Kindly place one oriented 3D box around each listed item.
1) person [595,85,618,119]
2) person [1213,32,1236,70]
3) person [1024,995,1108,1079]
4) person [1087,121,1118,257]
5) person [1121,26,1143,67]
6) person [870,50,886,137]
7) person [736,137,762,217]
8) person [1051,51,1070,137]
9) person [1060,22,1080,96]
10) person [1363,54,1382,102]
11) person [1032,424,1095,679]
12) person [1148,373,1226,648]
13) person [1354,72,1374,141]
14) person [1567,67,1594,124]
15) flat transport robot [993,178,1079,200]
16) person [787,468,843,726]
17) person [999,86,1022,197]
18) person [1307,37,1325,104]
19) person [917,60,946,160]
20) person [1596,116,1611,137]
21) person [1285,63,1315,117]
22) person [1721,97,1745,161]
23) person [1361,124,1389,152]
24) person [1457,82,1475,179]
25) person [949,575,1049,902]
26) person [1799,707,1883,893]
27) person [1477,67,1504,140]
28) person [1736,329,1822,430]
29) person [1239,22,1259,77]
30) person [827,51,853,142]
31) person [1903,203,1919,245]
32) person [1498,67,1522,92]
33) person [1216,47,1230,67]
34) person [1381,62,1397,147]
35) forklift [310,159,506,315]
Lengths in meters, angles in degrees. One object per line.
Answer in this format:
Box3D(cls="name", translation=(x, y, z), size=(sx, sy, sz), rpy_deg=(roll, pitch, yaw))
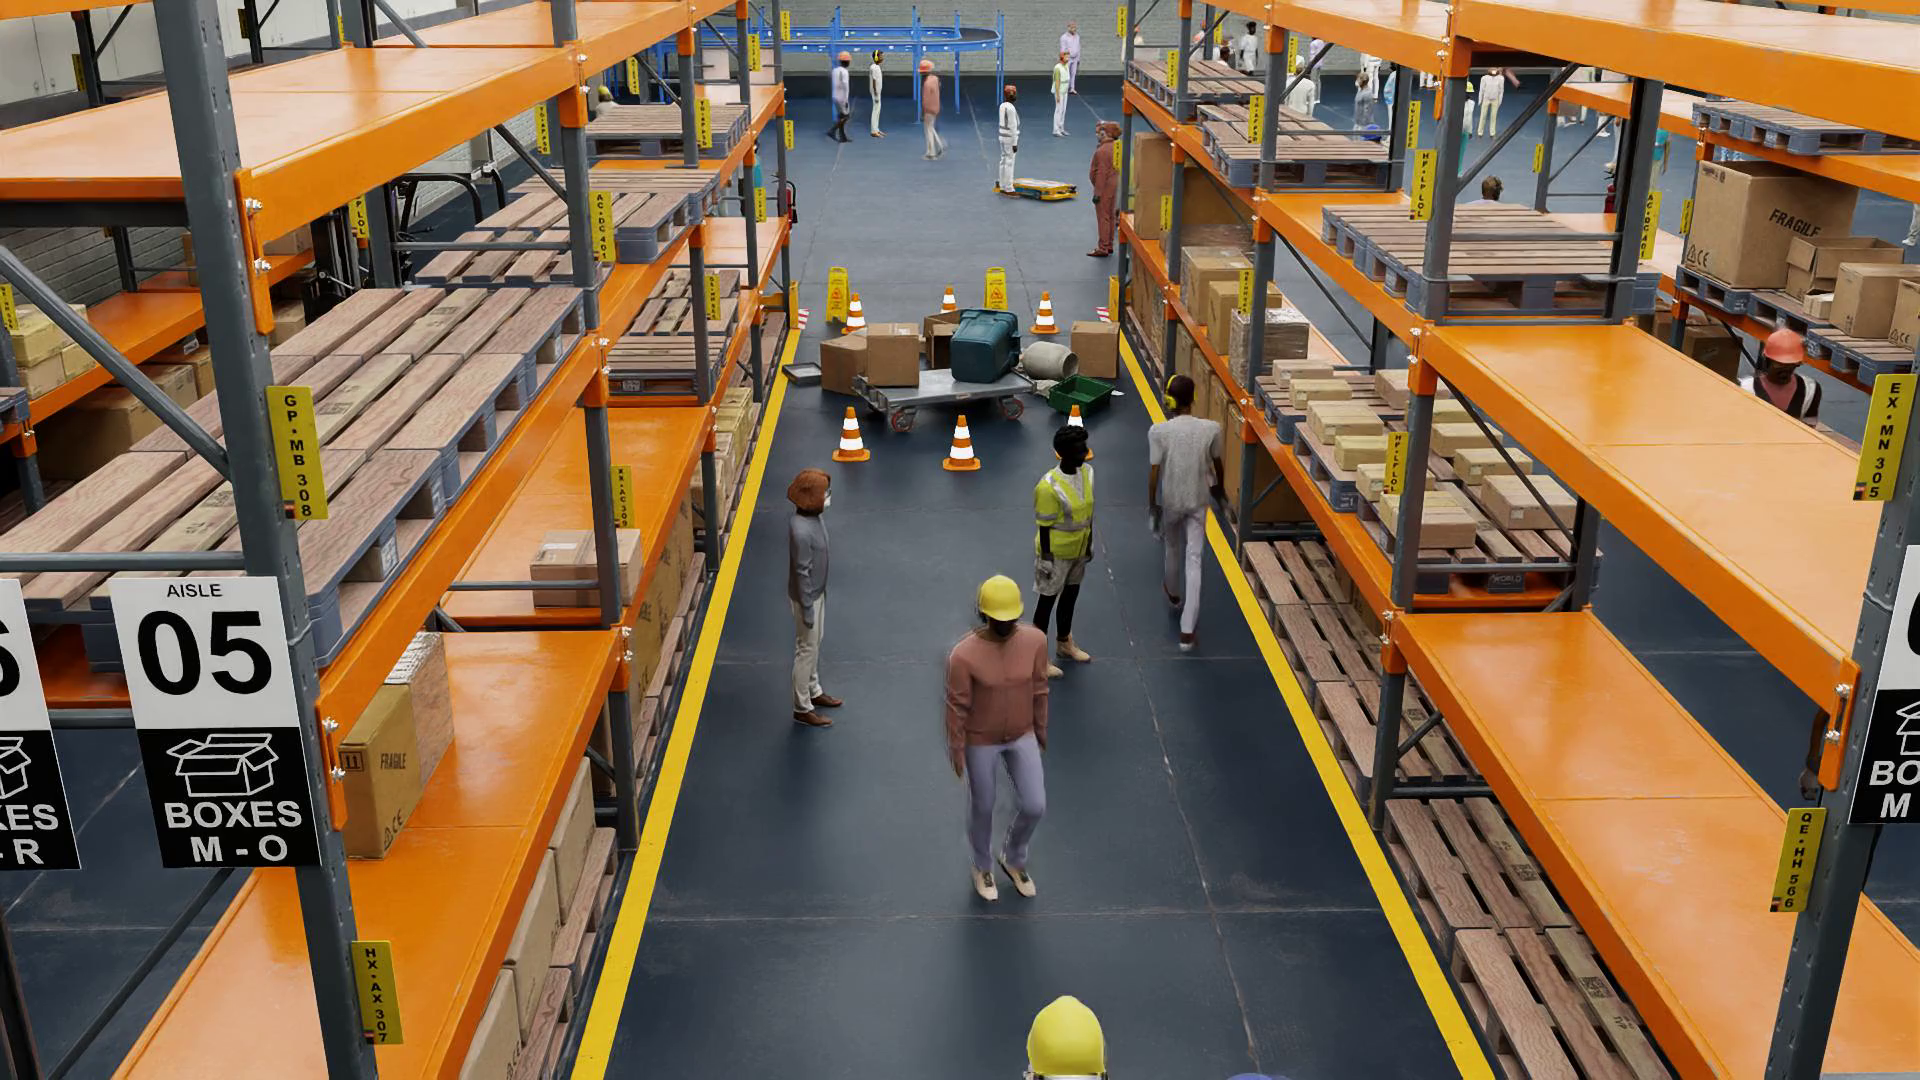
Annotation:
Box3D(cls="person", translation=(-6.380, -7.439, 30.474), size=(0.515, 1.720, 0.579), rpy_deg=(-11, 24, -28))
Box3D(cls="person", translation=(6.331, -11.253, 40.098), size=(0.678, 2.000, 0.929), rpy_deg=(-14, 25, -33))
Box3D(cls="person", translation=(0.301, 2.179, 4.906), size=(0.606, 1.811, 0.565), rpy_deg=(-6, 21, -14))
Box3D(cls="person", translation=(2.051, -5.030, 23.840), size=(0.410, 1.905, 0.641), rpy_deg=(9, 22, 22))
Box3D(cls="person", translation=(4.613, -12.861, 44.588), size=(0.553, 1.883, 1.029), rpy_deg=(3, 21, 8))
Box3D(cls="person", translation=(-1.814, -9.789, 36.486), size=(0.328, 1.863, 0.498), rpy_deg=(3, 21, 8))
Box3D(cls="person", translation=(-2.897, -4.697, 23.041), size=(0.327, 1.843, 0.516), rpy_deg=(9, 22, 22))
Box3D(cls="person", translation=(2.209, -9.801, 36.545), size=(0.392, 1.835, 0.572), rpy_deg=(9, 23, 23))
Box3D(cls="person", translation=(2.987, -12.948, 44.786), size=(0.642, 1.899, 0.395), rpy_deg=(-17, 26, -37))
Box3D(cls="person", translation=(10.713, -12.331, 43.164), size=(0.583, 1.882, 0.337), rpy_deg=(-14, 25, -32))
Box3D(cls="person", translation=(0.668, 0.061, 10.687), size=(0.322, 1.690, 0.531), rpy_deg=(16, 26, 37))
Box3D(cls="person", translation=(1.540, -0.249, 11.338), size=(0.554, 1.801, 1.021), rpy_deg=(2, 21, 6))
Box3D(cls="person", translation=(7.436, -7.655, 30.751), size=(0.379, 1.931, 0.636), rpy_deg=(0, 21, 1))
Box3D(cls="person", translation=(14.477, -10.506, 38.707), size=(0.572, 1.623, 0.312), rpy_deg=(-1, 21, -2))
Box3D(cls="flat transport robot", translation=(1.316, -6.149, 29.070), size=(1.431, 0.197, 0.652), rpy_deg=(18, 27, 40))
Box3D(cls="person", translation=(-0.895, 0.337, 10.044), size=(0.288, 1.626, 0.508), rpy_deg=(2, 21, 5))
Box3D(cls="person", translation=(0.858, -6.906, 28.828), size=(0.356, 1.883, 0.572), rpy_deg=(-7, 22, -19))
Box3D(cls="person", translation=(9.110, -12.187, 42.728), size=(0.382, 1.923, 0.591), rpy_deg=(17, 26, 37))
Box3D(cls="person", translation=(-0.608, -8.504, 32.939), size=(0.407, 1.963, 0.671), rpy_deg=(6, 21, 15))
Box3D(cls="person", translation=(14.268, -9.722, 36.621), size=(0.310, 1.633, 0.515), rpy_deg=(11, 23, 27))
Box3D(cls="person", translation=(6.545, -8.263, 32.335), size=(0.632, 1.938, 0.359), rpy_deg=(3, 21, 8))
Box3D(cls="person", translation=(15.291, -8.382, 32.679), size=(0.392, 1.920, 0.587), rpy_deg=(-15, 25, -34))
Box3D(cls="person", translation=(5.841, -4.880, 23.432), size=(0.477, 1.919, 0.665), rpy_deg=(14, 25, 32))
Box3D(cls="person", translation=(9.238, -7.514, 30.597), size=(0.526, 1.769, 0.328), rpy_deg=(-12, 24, -28))
Box3D(cls="person", translation=(0.204, 0.991, 8.143), size=(0.541, 1.750, 0.470), rpy_deg=(-7, 22, -18))
Box3D(cls="person", translation=(4.216, 1.073, 7.758), size=(0.530, 1.869, 0.311), rpy_deg=(3, 21, 9))
Box3D(cls="person", translation=(11.500, -9.510, 36.069), size=(0.502, 1.627, 0.270), rpy_deg=(3, 21, 9))
Box3D(cls="person", translation=(5.662, -0.502, 11.703), size=(0.630, 2.024, 0.451), rpy_deg=(2, 21, 5))
Box3D(cls="person", translation=(7.802, -13.025, 44.959), size=(0.994, 1.920, 0.619), rpy_deg=(17, 26, 37))
Box3D(cls="person", translation=(-2.548, -9.430, 35.457), size=(0.595, 1.916, 0.587), rpy_deg=(-11, 23, -27))
Box3D(cls="person", translation=(14.343, -5.228, 24.598), size=(0.484, 1.737, 0.322), rpy_deg=(2, 21, 6))
Box3D(cls="person", translation=(14.829, -13.011, 44.988), size=(0.707, 1.878, 0.669), rpy_deg=(15, 26, 35))
Box3D(cls="person", translation=(5.742, -9.926, 36.784), size=(0.400, 1.907, 0.599), rpy_deg=(-5, 21, -12))
Box3D(cls="person", translation=(9.122, -9.218, 34.995), size=(0.430, 1.844, 0.624), rpy_deg=(3, 21, 7))
Box3D(cls="forklift", translation=(-5.622, -2.910, 17.832), size=(2.313, 2.155, 1.214), rpy_deg=(-1, 21, -1))
